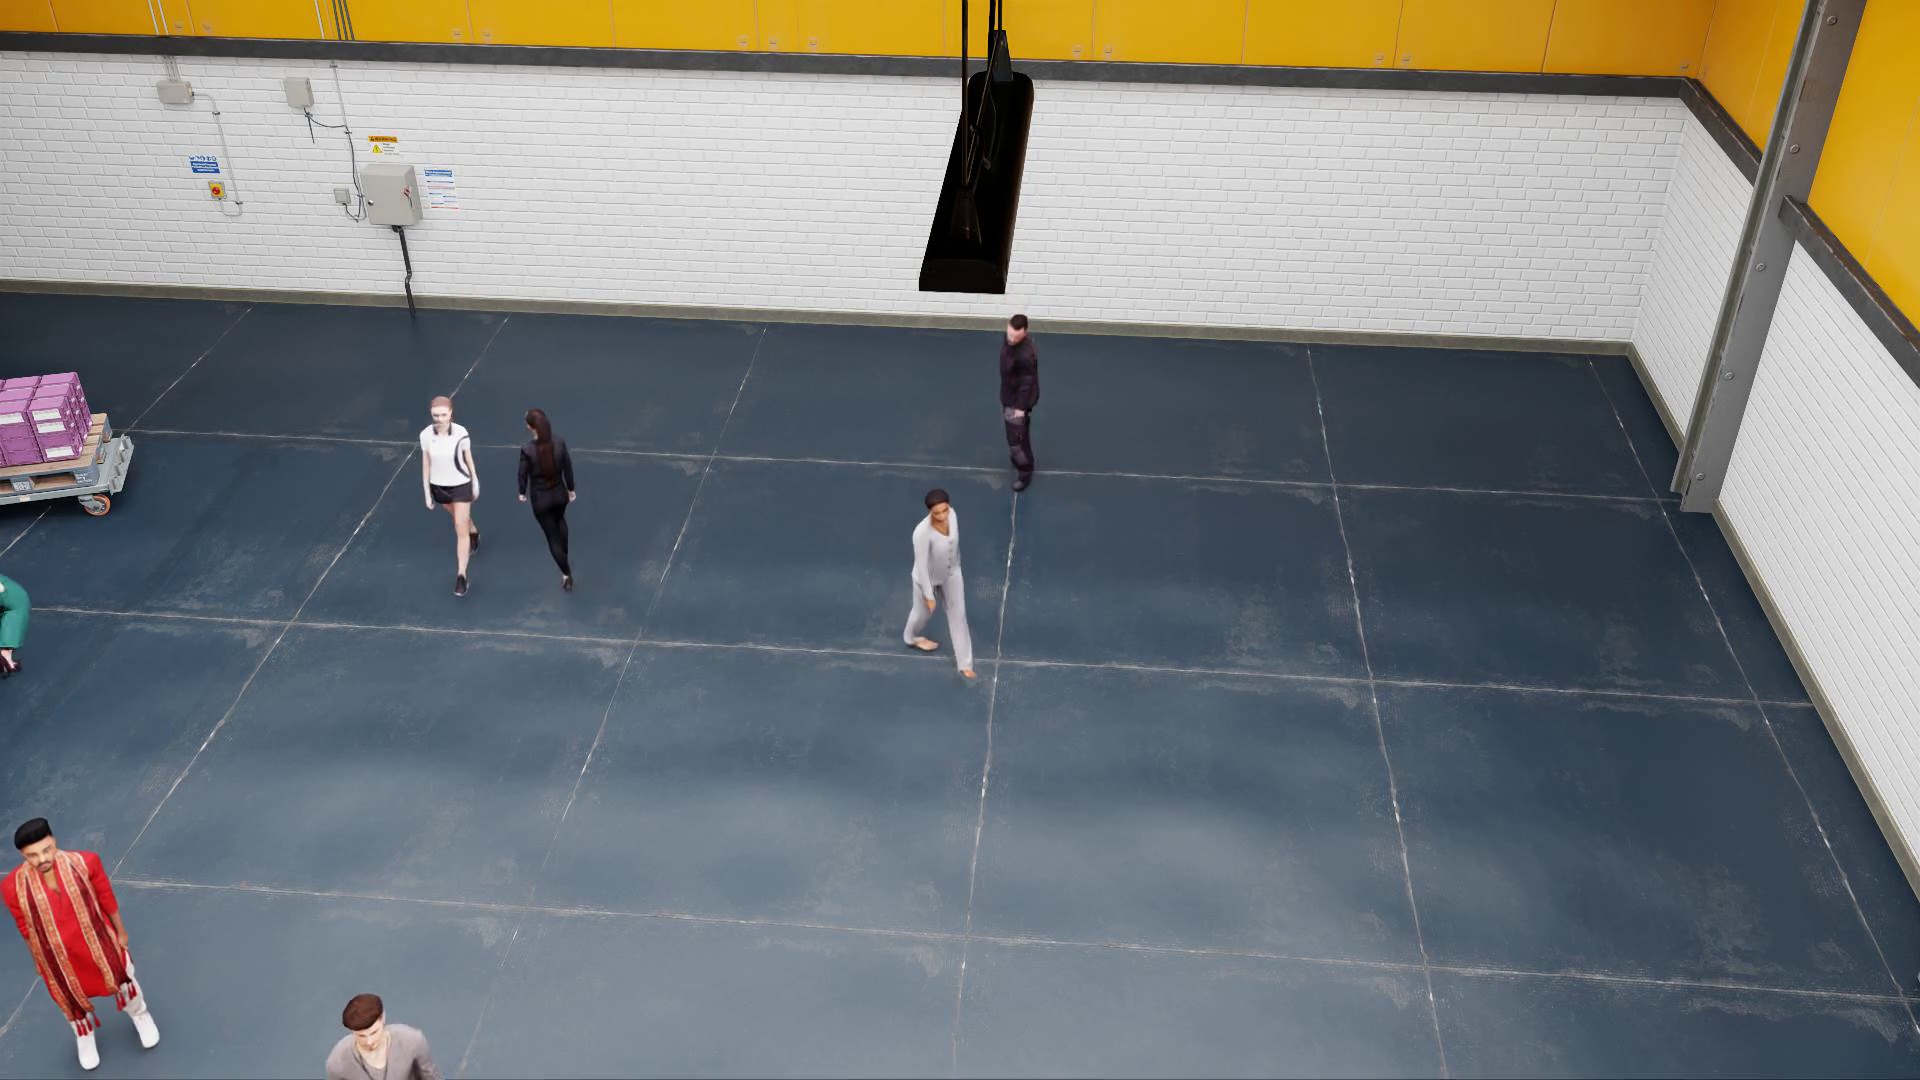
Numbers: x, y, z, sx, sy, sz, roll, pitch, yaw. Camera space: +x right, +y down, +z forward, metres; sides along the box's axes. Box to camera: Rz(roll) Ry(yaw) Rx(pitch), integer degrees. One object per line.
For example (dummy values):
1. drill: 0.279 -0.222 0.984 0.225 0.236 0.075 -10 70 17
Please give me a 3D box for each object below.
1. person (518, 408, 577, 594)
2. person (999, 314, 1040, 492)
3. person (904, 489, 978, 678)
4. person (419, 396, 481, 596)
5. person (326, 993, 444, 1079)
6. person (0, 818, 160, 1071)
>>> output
1. person: -3.397 -0.294 13.925 0.786 1.692 0.849 -23 40 -30
2. person: 0.560 -1.375 15.437 0.998 1.820 0.696 -1 34 -1
3. person: -0.236 0.256 13.111 1.160 1.677 1.219 -28 43 -36
4. person: -4.314 -0.478 14.193 0.669 1.703 1.188 -1 34 -2
5. person: -2.993 3.008 8.775 0.865 1.894 0.898 -13 36 -19
6. person: -5.224 2.333 9.808 0.779 1.875 0.790 -16 37 -23
